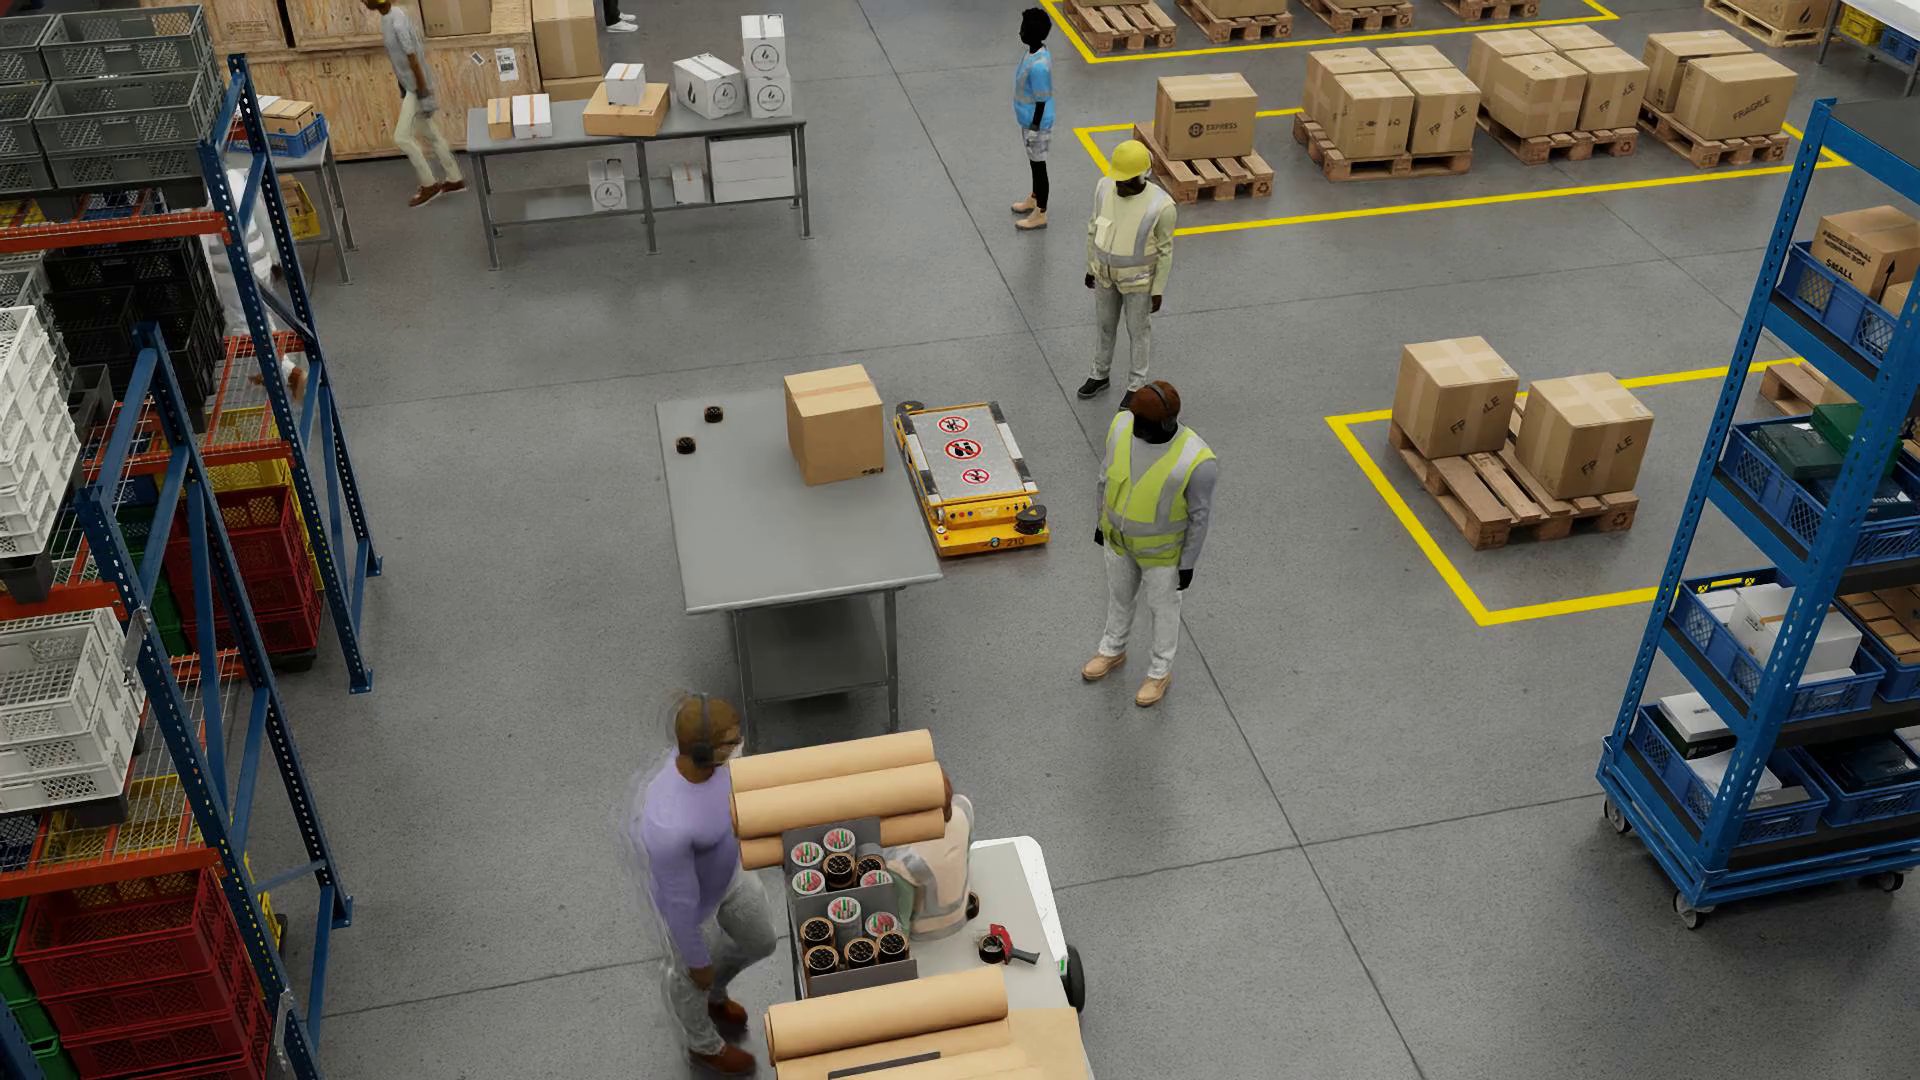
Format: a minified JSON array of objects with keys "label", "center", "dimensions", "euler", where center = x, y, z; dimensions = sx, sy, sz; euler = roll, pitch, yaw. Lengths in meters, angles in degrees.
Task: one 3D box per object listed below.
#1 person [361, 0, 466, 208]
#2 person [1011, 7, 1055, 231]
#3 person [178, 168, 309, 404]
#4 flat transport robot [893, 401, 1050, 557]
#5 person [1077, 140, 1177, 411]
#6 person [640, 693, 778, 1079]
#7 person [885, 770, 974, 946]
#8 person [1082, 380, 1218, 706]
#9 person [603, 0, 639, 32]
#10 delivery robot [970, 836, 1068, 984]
[{"label":"person","center":[-4.285,-3.513,12.960],"dimensions":[0.604,1.826,0.550],"euler":[-17,40,-21]},{"label":"person","center":[0.561,-3.199,12.642],"dimensions":[0.320,1.697,0.531],"euler":[-1,37,-2]},{"label":"person","center":[-4.460,-1.674,10.460],"dimensions":[0.636,1.861,0.614],"euler":[17,40,21]},{"label":"flat transport robot","center":[0.046,-0.430,10.108],"dimensions":[0.652,0.197,1.431],"euler":[-8,37,-10]},{"label":"person","center":[1.034,-1.665,10.479],"dimensions":[0.588,1.822,0.403],"euler":[23,42,28]},{"label":"person","center":[-0.962,1.360,6.335],"dimensions":[0.438,1.920,0.667],"euler":[13,39,17]},{"label":"person","center":[-0.109,1.489,6.401],"dimensions":[0.323,1.630,0.519],"euler":[21,42,26]},{"label":"person","center":[0.912,0.010,8.216],"dimensions":[0.620,1.838,0.430],"euler":[27,44,31]},{"label":"person","center":[-3.417,-5.905,16.107],"dimensions":[0.385,1.912,0.592],"euler":[-9,38,-12]},{"label":"delivery robot","center":[0.231,1.591,7.081],"dimensions":[0.477,0.478,0.707],"euler":[-5,37,-7]}]
